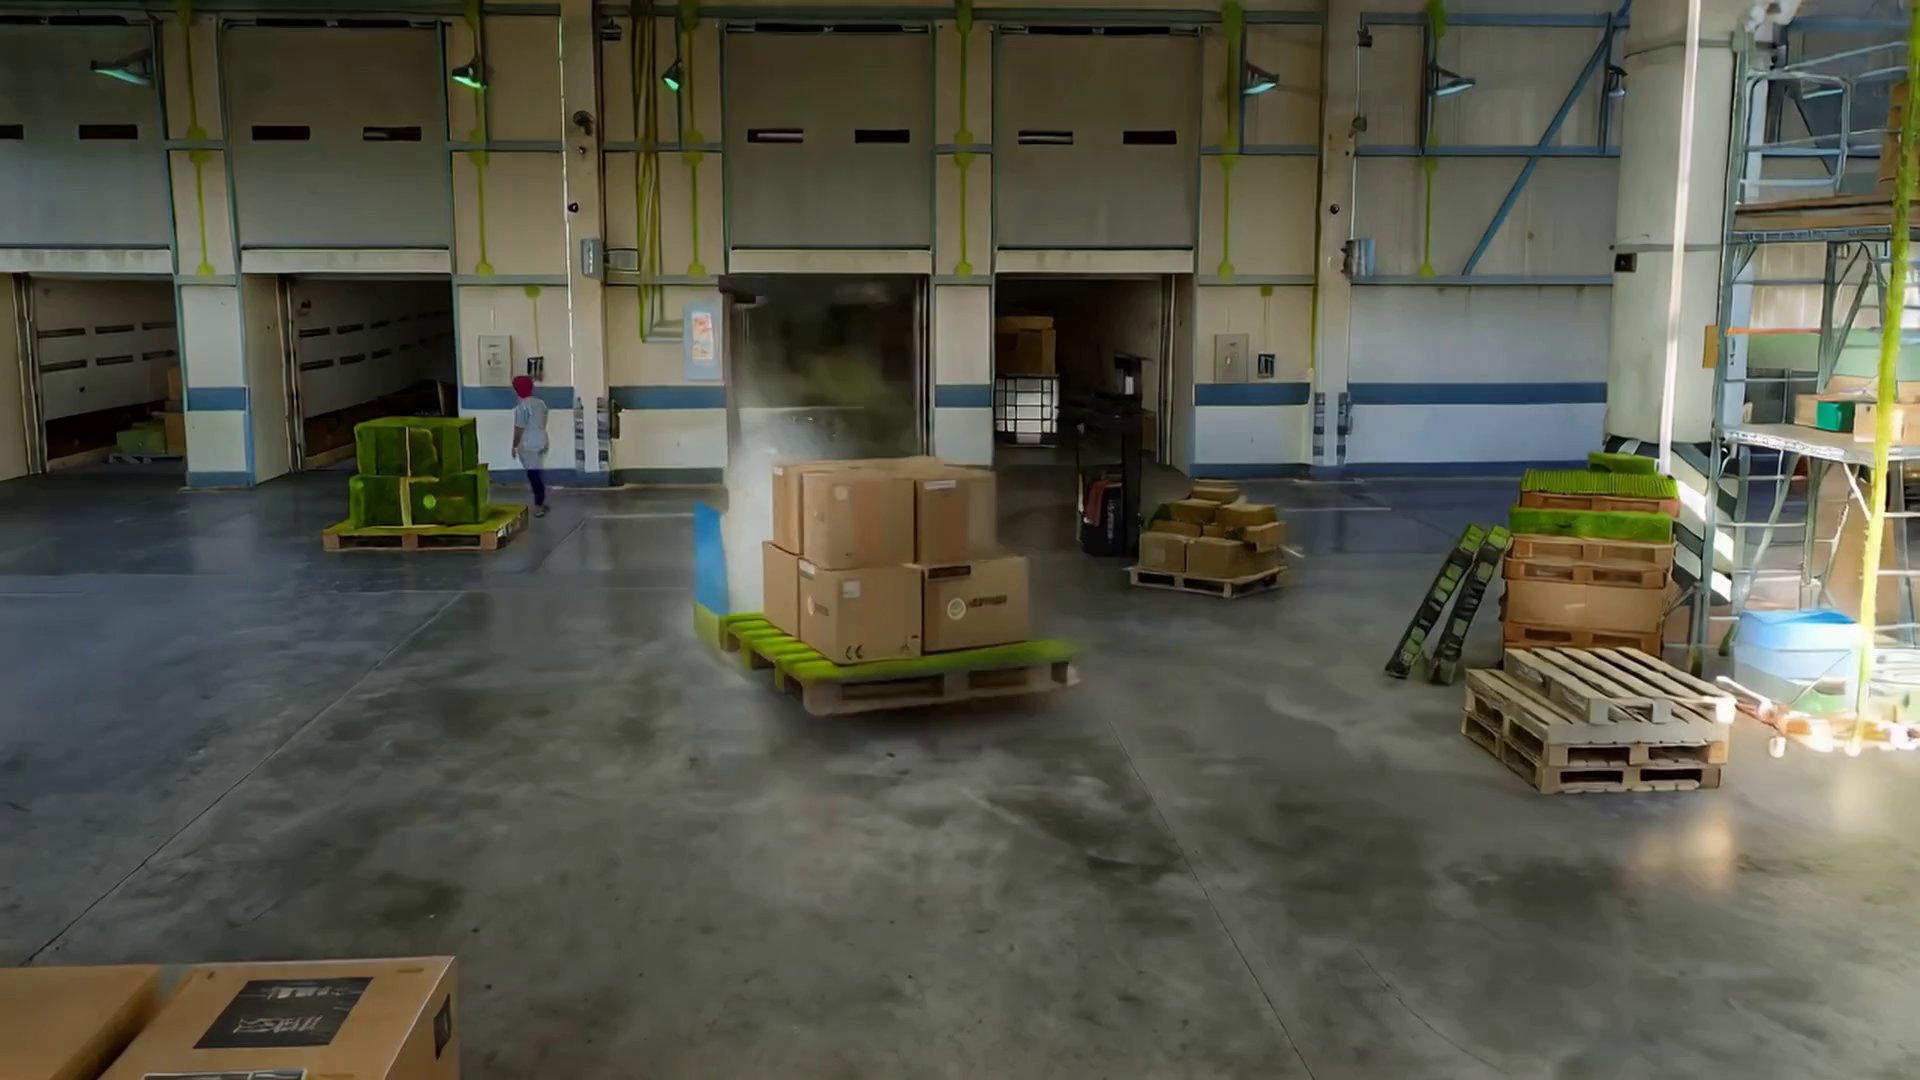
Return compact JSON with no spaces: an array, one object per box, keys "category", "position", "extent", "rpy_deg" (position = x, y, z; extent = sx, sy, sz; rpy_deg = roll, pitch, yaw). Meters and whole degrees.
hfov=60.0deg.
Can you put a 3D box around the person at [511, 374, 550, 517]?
[{"category":"person","position":[-5.049,-1.101,19.391],"extent":[0.566,1.674,0.555],"rpy_deg":[3,10,19]}]

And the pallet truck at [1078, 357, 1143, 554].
[{"category":"pallet truck","position":[2.088,-0.836,16.757],"extent":[1.885,1.965,0.823],"rpy_deg":[2,9,13]}]

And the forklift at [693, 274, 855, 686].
[{"category":"forklift","position":[-1.241,-0.536,12.112],"extent":[1.129,2.768,1.873],"rpy_deg":[-4,10,-23]}]
